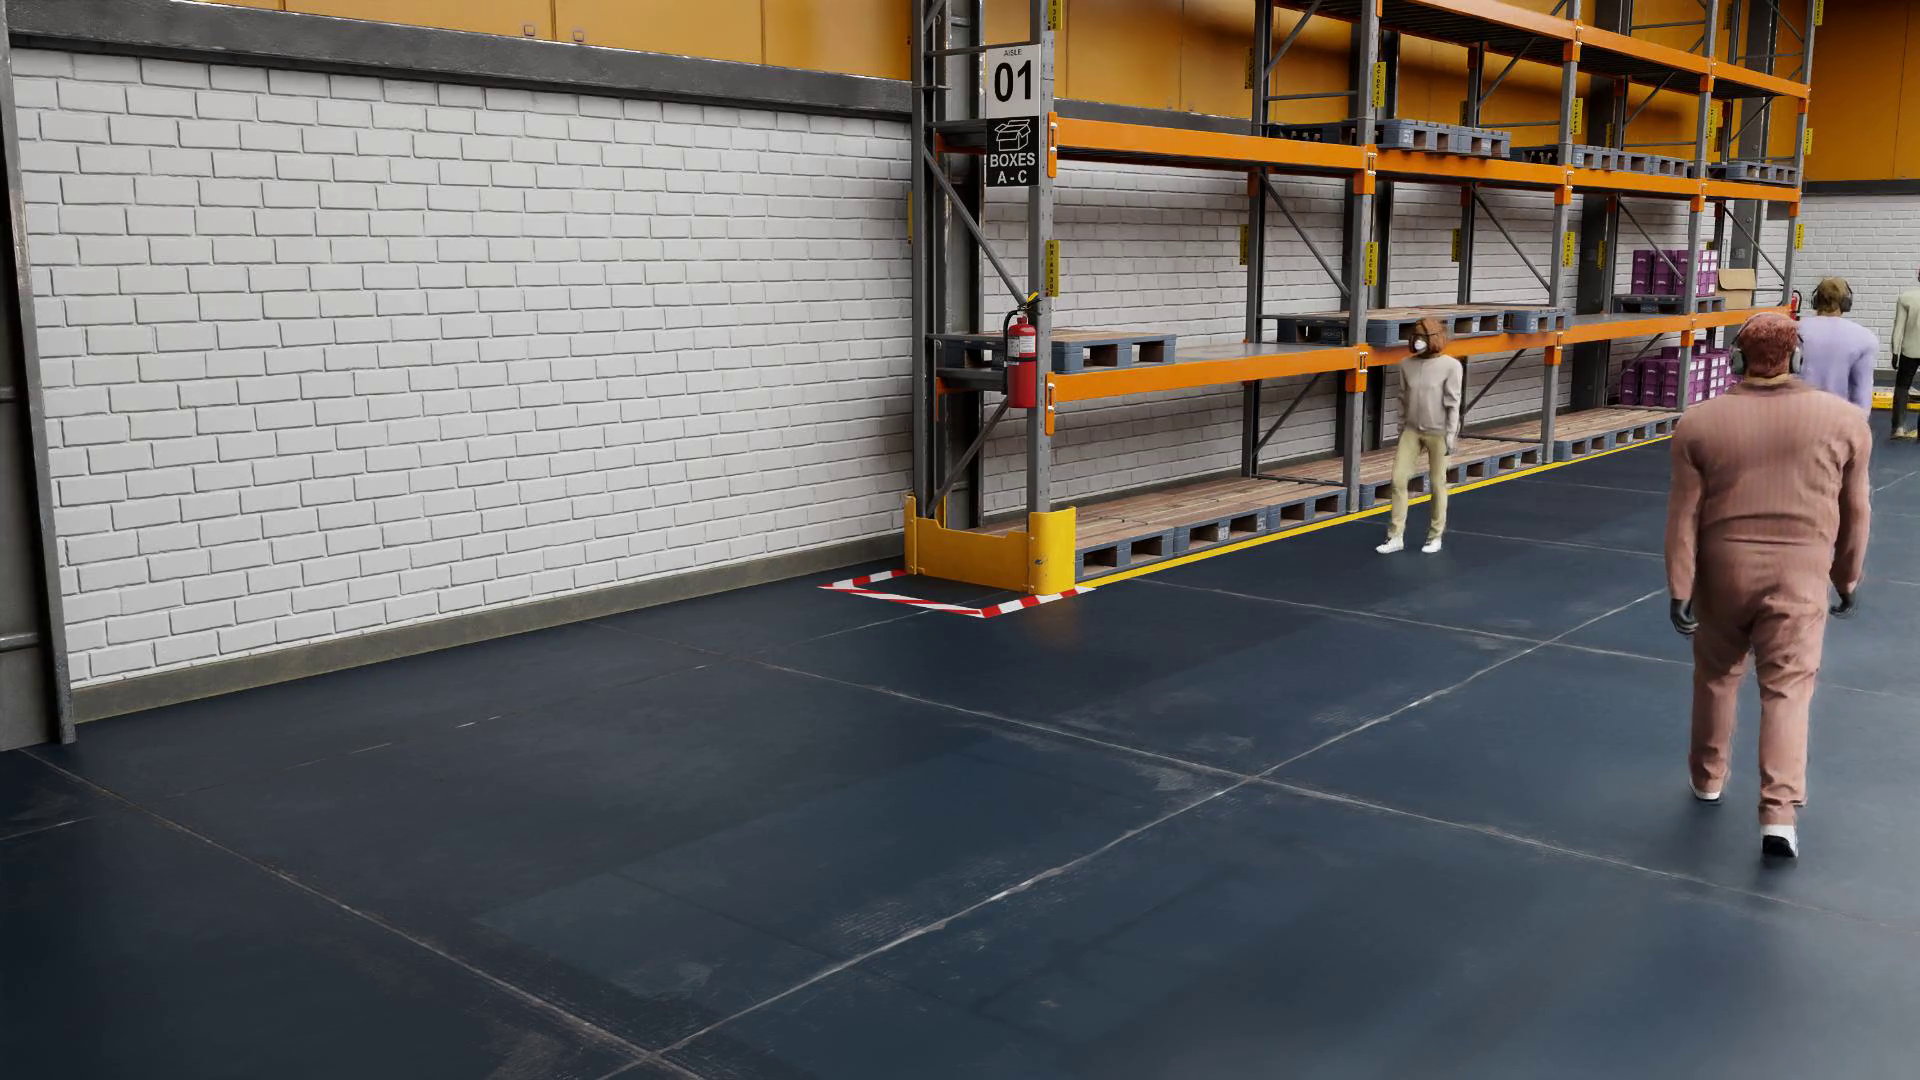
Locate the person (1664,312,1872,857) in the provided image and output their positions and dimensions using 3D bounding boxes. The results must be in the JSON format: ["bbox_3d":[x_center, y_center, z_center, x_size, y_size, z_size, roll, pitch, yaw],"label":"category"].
[{"bbox_3d":[2.820,0.134,5.845,0.651,1.862,0.986,4,11,24],"label":"person"}]

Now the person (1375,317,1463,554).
[{"bbox_3d":[3.108,-0.688,11.217,0.515,1.611,0.661,9,13,41],"label":"person"}]

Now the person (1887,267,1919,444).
[{"bbox_3d":[10.195,-1.991,17.580,0.626,1.989,0.454,6,11,29],"label":"person"}]

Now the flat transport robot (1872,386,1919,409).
[{"bbox_3d":[12.177,-1.876,21.798,0.652,0.197,1.431,4,11,23],"label":"flat transport robot"}]

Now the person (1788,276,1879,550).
[{"bbox_3d":[5.632,-0.773,10.920,0.635,1.884,1.014,6,11,30],"label":"person"}]
